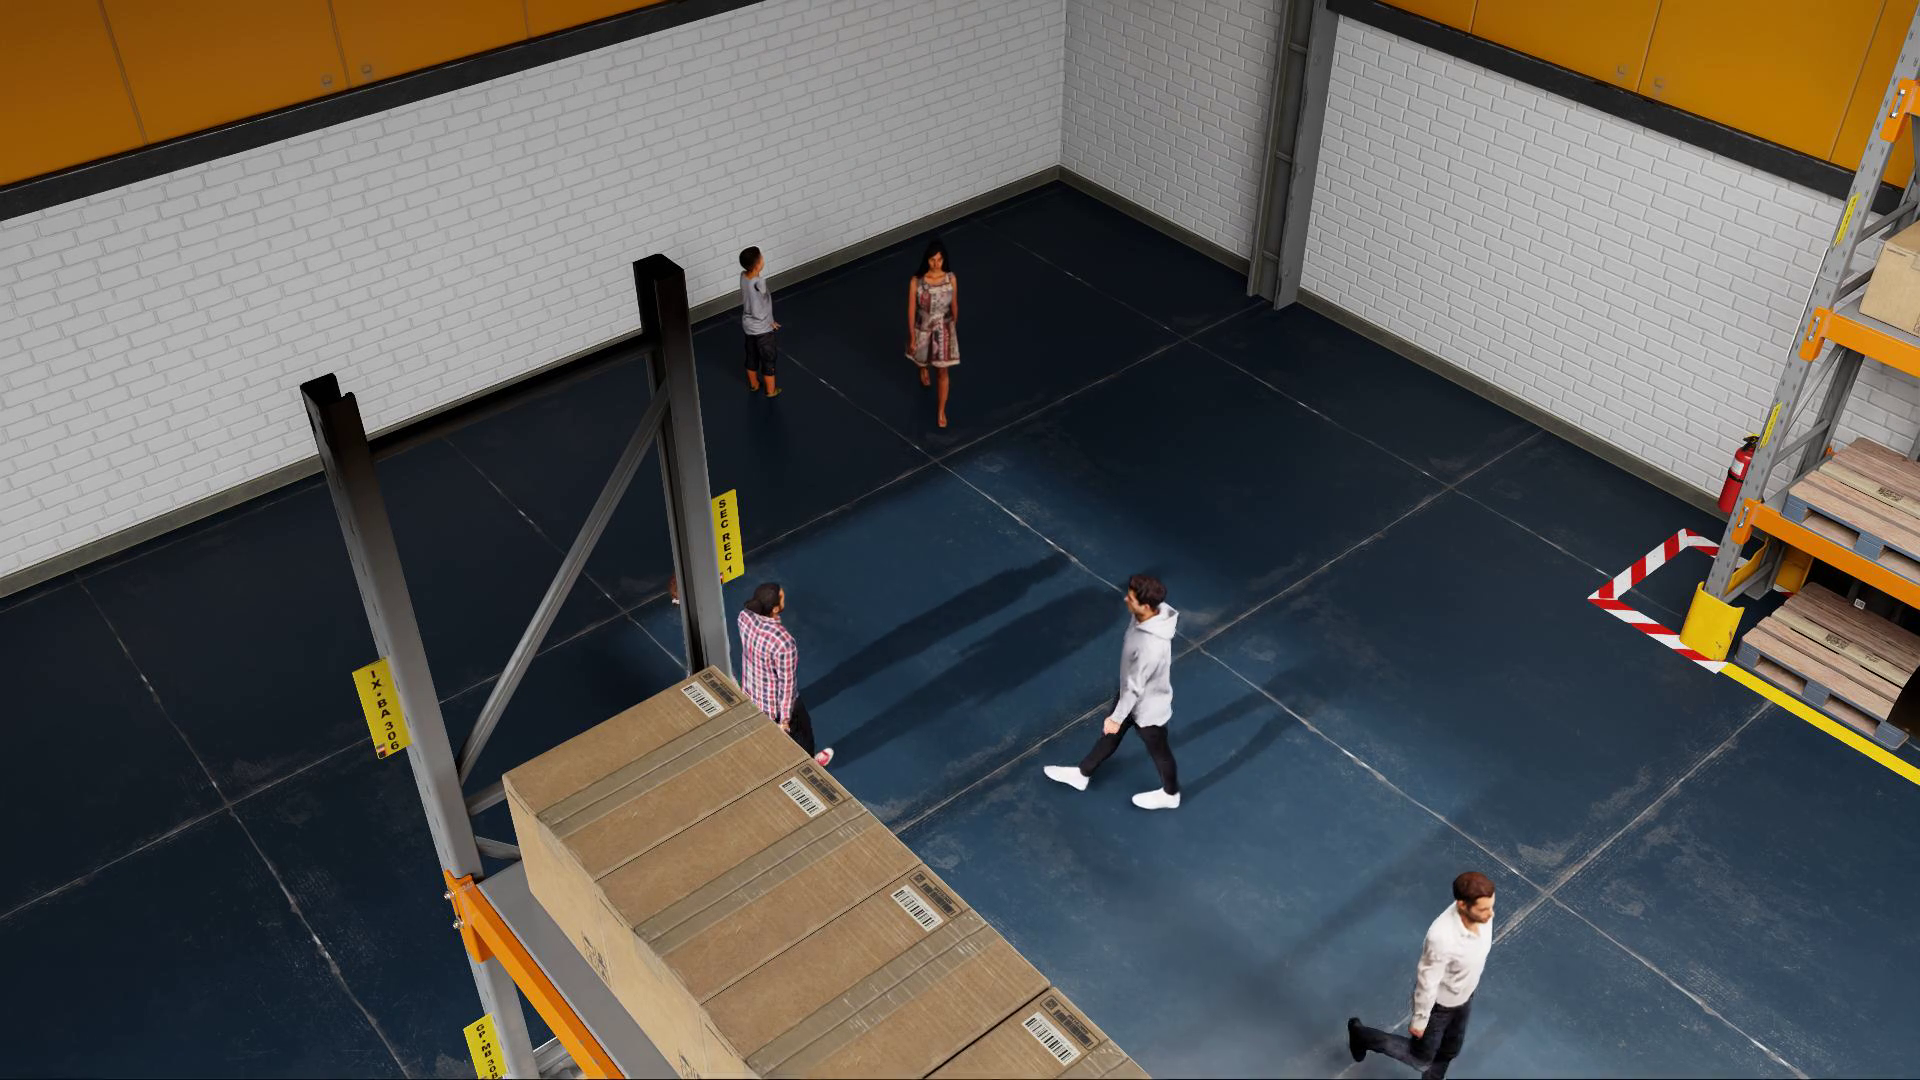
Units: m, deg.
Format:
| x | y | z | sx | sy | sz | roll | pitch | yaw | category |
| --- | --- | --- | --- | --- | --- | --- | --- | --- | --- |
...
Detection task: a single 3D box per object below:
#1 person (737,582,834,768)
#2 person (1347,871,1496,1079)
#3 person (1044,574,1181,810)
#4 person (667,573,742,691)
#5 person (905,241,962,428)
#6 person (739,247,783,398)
| x | y | z | sx | sy | sz | roll | pitch | yaw | category |
| --- | --- | --- | --- | --- | --- | --- | --- | --- | --- |
| -1.252 | 0.993 | 10.441 | 1.097 | 1.746 | 0.883 | 27 | 46 | 29 | person |
| 2.442 | 2.342 | 8.666 | 0.984 | 1.853 | 0.708 | 32 | 48 | 34 | person |
| 1.243 | 0.992 | 10.324 | 1.151 | 1.893 | 1.159 | -2 | 39 | -2 | person |
| -1.586 | 0.730 | 10.872 | 0.898 | 1.620 | 0.835 | 10 | 40 | 12 | person |
| -0.241 | -1.819 | 14.064 | 0.988 | 1.619 | 1.134 | -3 | 39 | -4 | person |
| -1.740 | -1.915 | 14.314 | 0.508 | 1.457 | 0.677 | 26 | 45 | 29 | person |
